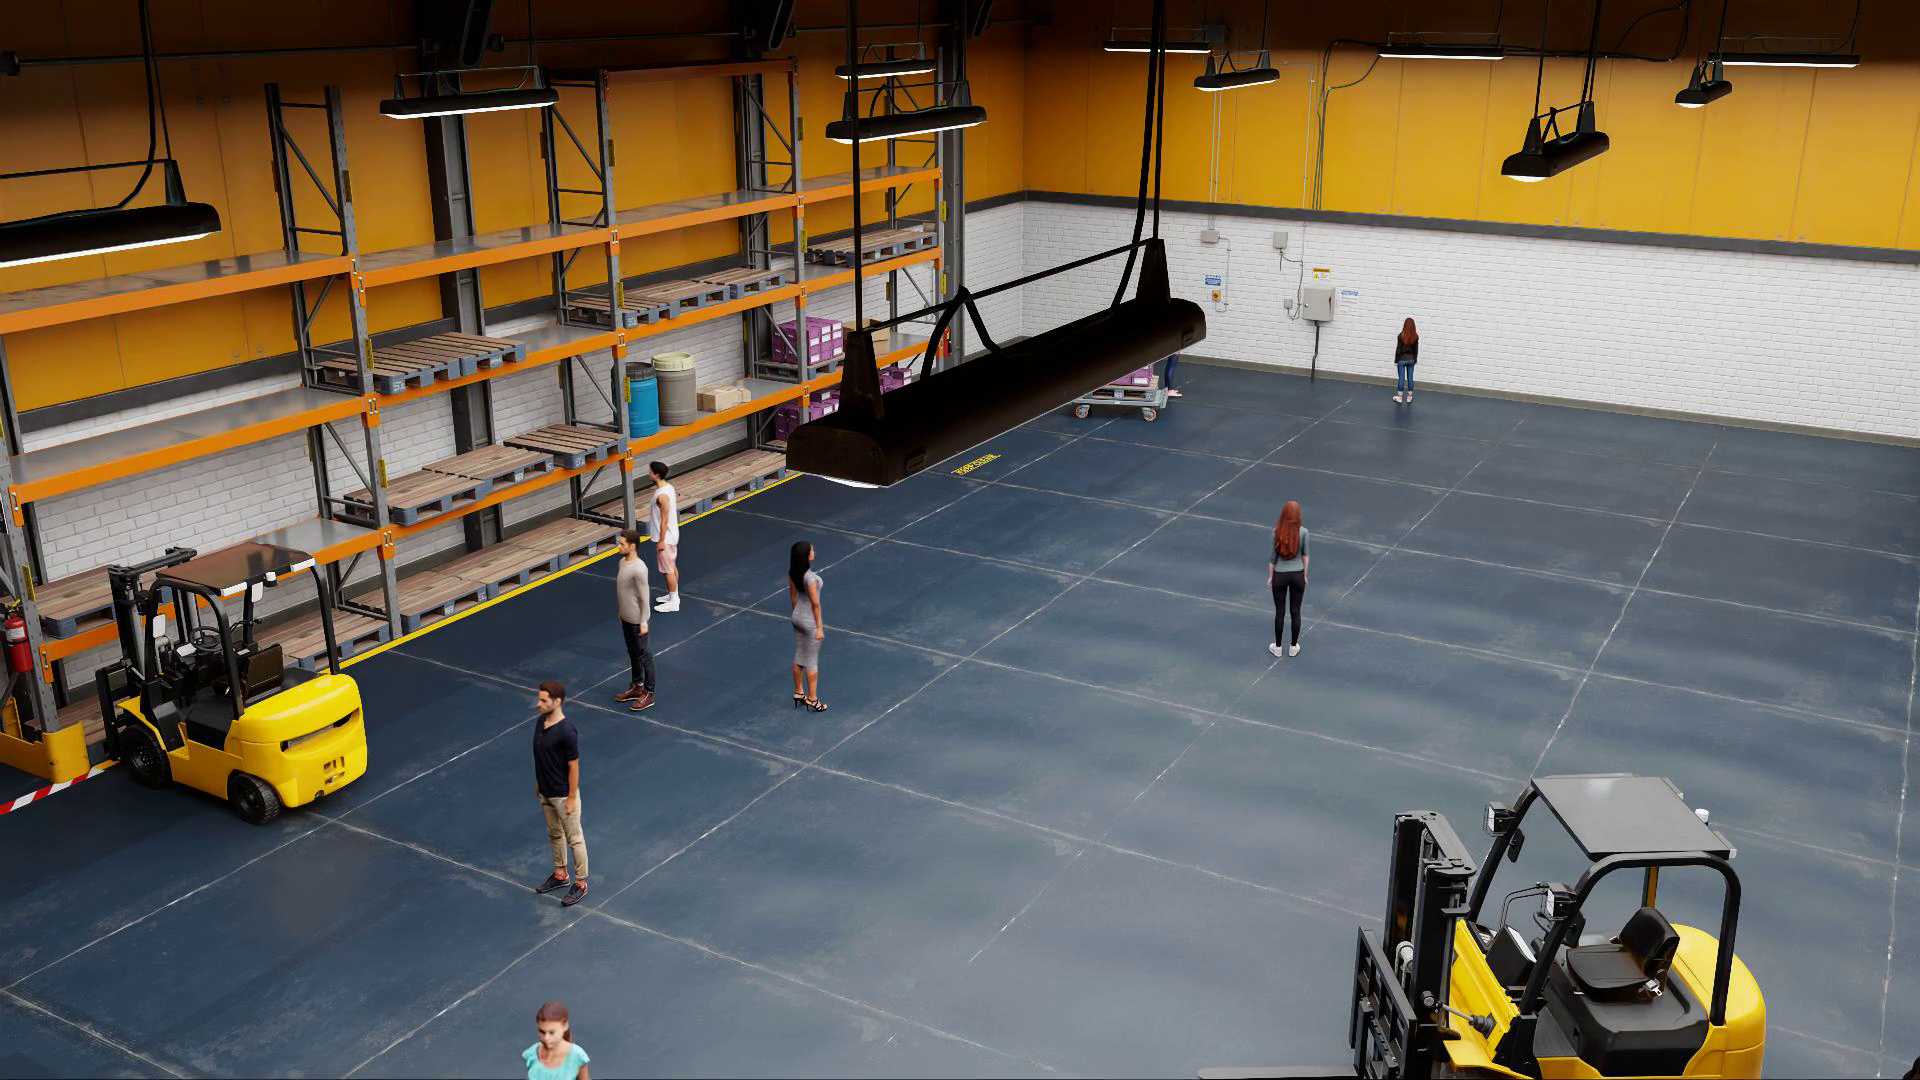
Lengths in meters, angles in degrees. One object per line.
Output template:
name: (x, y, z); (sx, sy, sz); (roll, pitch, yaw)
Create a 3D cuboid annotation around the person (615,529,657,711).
person: (-3.264, 0.780, 16.718); (0.693, 1.867, 0.733); (-15, 24, -37)

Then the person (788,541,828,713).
person: (-1.540, 0.855, 16.628); (0.632, 1.781, 0.651); (-15, 23, -37)

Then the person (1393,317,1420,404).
person: (7.776, -3.145, 28.974); (0.638, 1.483, 0.670); (-2, 19, -6)

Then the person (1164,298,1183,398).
person: (3.755, -3.422, 29.394); (0.710, 1.739, 0.622); (-1, 19, -3)

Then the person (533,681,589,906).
person: (-3.176, 1.974, 13.185); (0.664, 1.859, 0.574); (15, 24, 37)

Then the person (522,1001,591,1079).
person: (-2.277, 3.340, 9.663); (0.870, 1.517, 1.118); (1, 19, 4)

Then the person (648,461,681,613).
person: (-3.415, -0.050, 19.309); (0.790, 1.786, 0.685); (-1, 19, -3)

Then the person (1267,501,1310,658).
person: (3.548, 0.420, 17.982); (0.659, 1.742, 0.667); (2, 19, 5)
